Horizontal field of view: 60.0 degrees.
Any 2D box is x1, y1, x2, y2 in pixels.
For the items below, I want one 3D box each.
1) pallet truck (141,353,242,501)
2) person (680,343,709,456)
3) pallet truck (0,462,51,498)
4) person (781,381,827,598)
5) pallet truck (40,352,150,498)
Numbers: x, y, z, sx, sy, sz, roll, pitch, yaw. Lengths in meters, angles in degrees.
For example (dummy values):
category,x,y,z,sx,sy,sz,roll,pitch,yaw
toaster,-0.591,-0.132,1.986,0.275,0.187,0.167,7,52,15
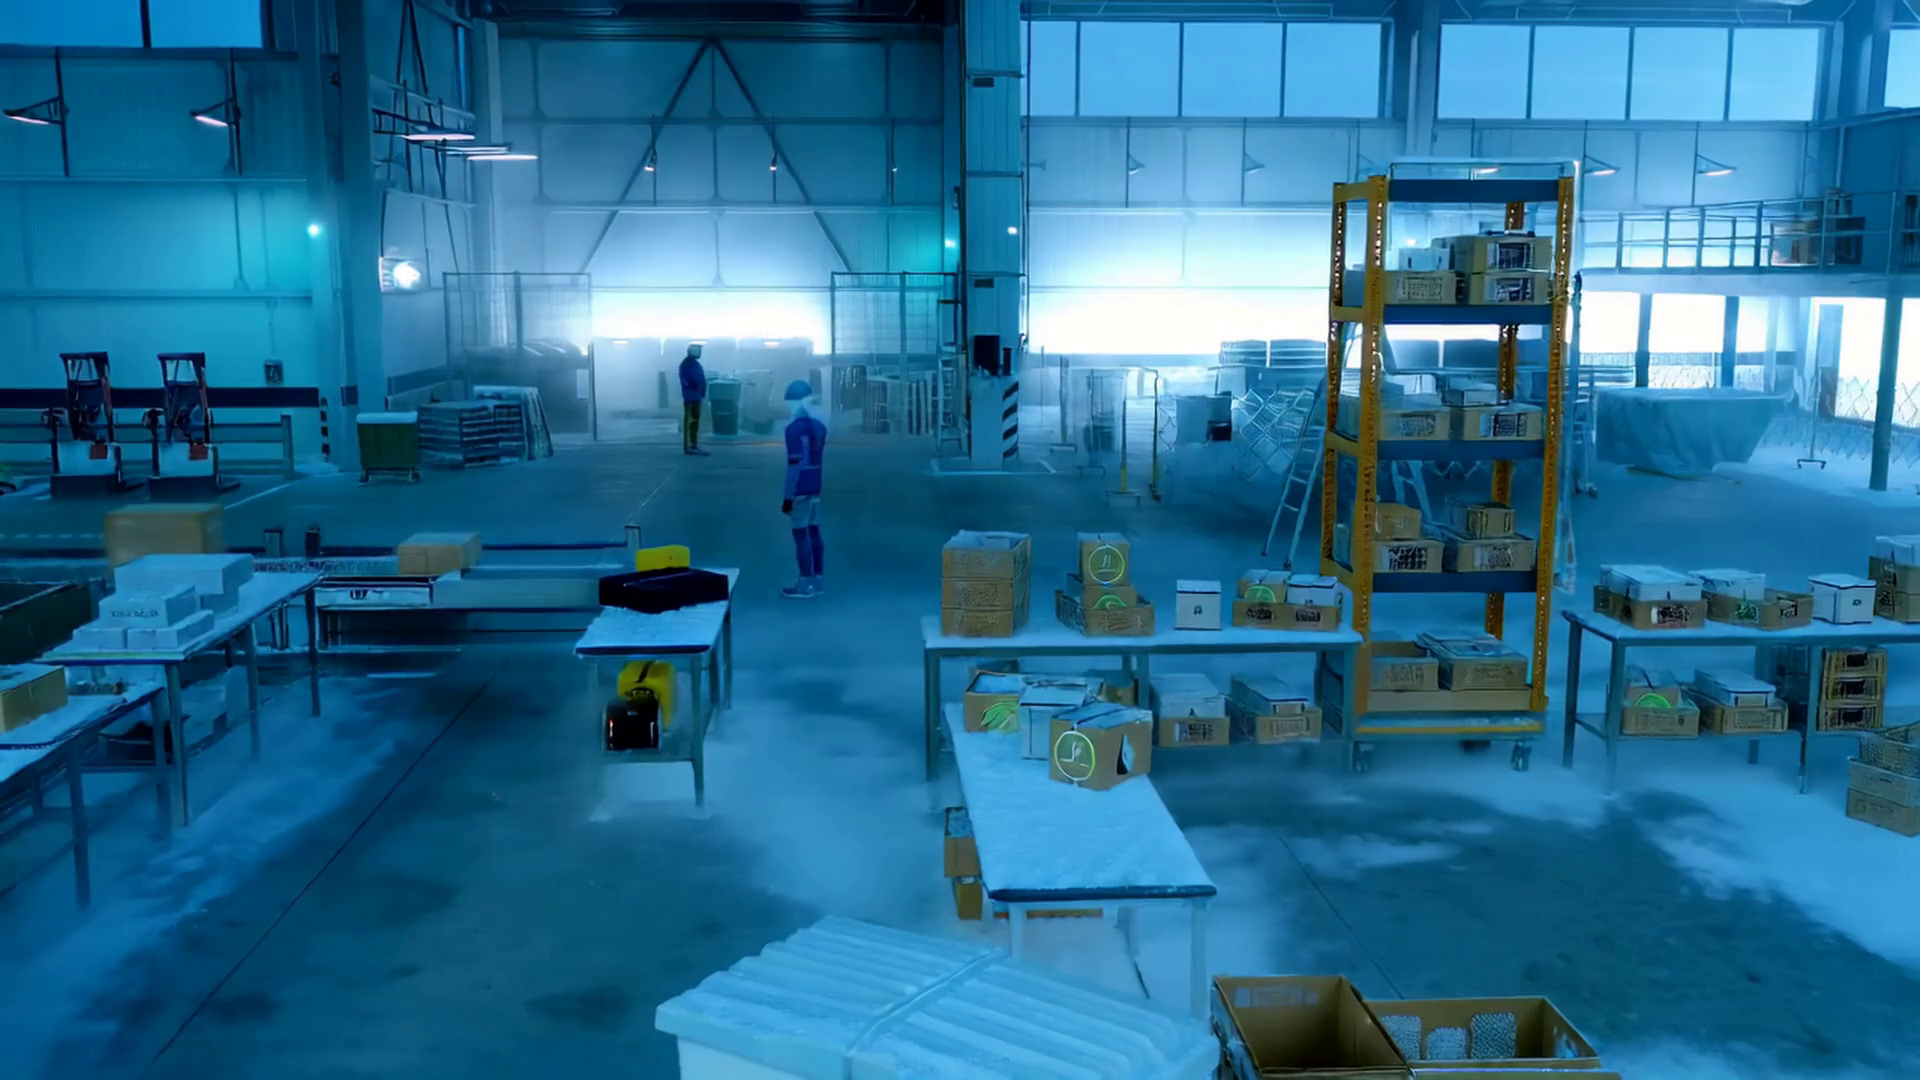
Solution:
category,x,y,z,sx,sy,sz,roll,pitch,yaw
pallet truck,-10.520,-1.604,22.925,0.823,1.965,1.885,-1,9,-6
person,-4.459,-2.357,27.937,0.403,1.906,0.651,-5,10,-27
pallet truck,-13.193,-1.293,23.148,0.653,1.274,1.630,-1,9,-4
person,-1.502,-0.477,15.703,0.375,2.042,0.615,4,10,24
pallet truck,-11.907,-1.642,23.165,0.823,1.965,1.885,0,9,0
